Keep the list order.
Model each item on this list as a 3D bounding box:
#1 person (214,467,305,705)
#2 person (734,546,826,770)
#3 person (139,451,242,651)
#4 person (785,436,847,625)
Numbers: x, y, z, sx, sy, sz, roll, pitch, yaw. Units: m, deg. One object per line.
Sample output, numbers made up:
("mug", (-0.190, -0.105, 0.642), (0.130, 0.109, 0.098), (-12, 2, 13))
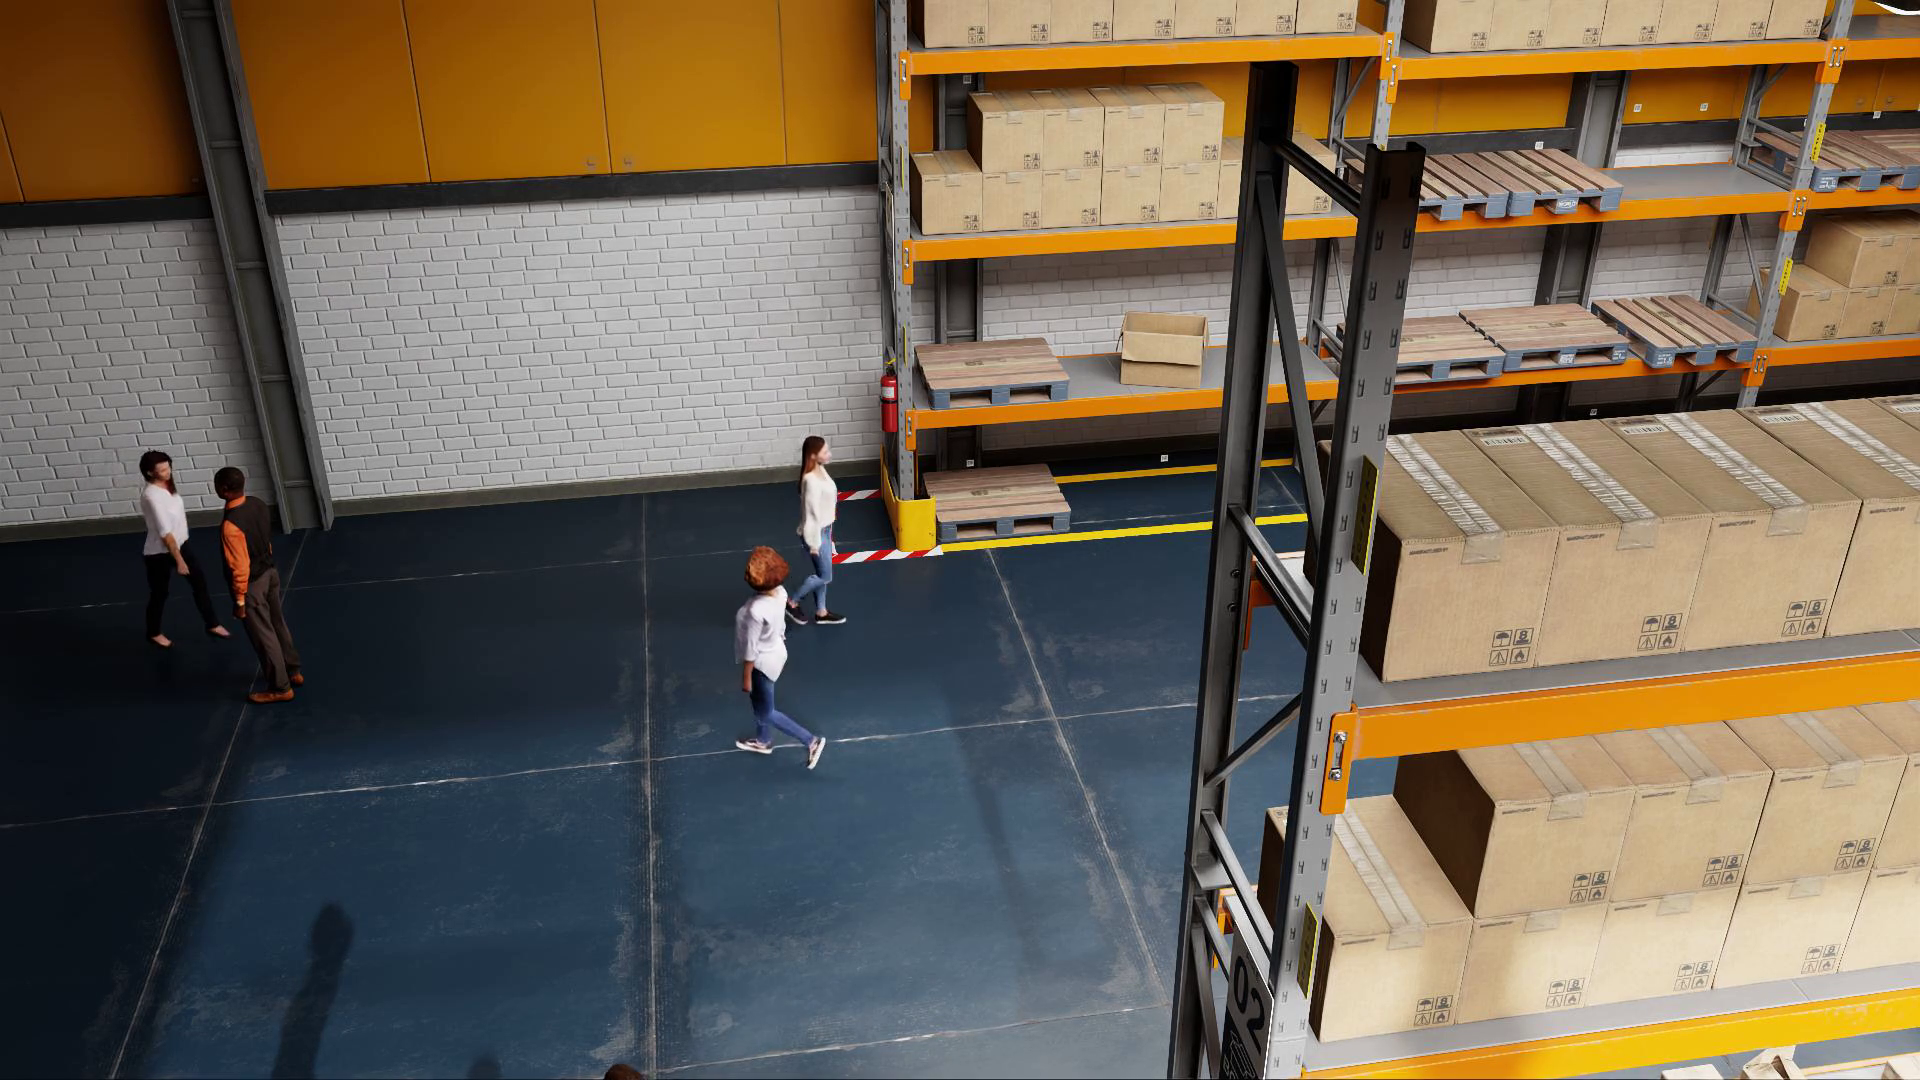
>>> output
("person", (-5.193, 0.323, 12.281), (0.695, 1.908, 0.748), (2, 29, 4))
("person", (-1.274, 0.856, 11.535), (1.067, 1.687, 0.874), (7, 29, 13))
("person", (-6.198, 0.118, 12.829), (0.910, 1.744, 0.621), (-6, 29, -11))
("person", (-1.214, -0.052, 13.206), (0.788, 1.680, 0.694), (0, 29, -1))
